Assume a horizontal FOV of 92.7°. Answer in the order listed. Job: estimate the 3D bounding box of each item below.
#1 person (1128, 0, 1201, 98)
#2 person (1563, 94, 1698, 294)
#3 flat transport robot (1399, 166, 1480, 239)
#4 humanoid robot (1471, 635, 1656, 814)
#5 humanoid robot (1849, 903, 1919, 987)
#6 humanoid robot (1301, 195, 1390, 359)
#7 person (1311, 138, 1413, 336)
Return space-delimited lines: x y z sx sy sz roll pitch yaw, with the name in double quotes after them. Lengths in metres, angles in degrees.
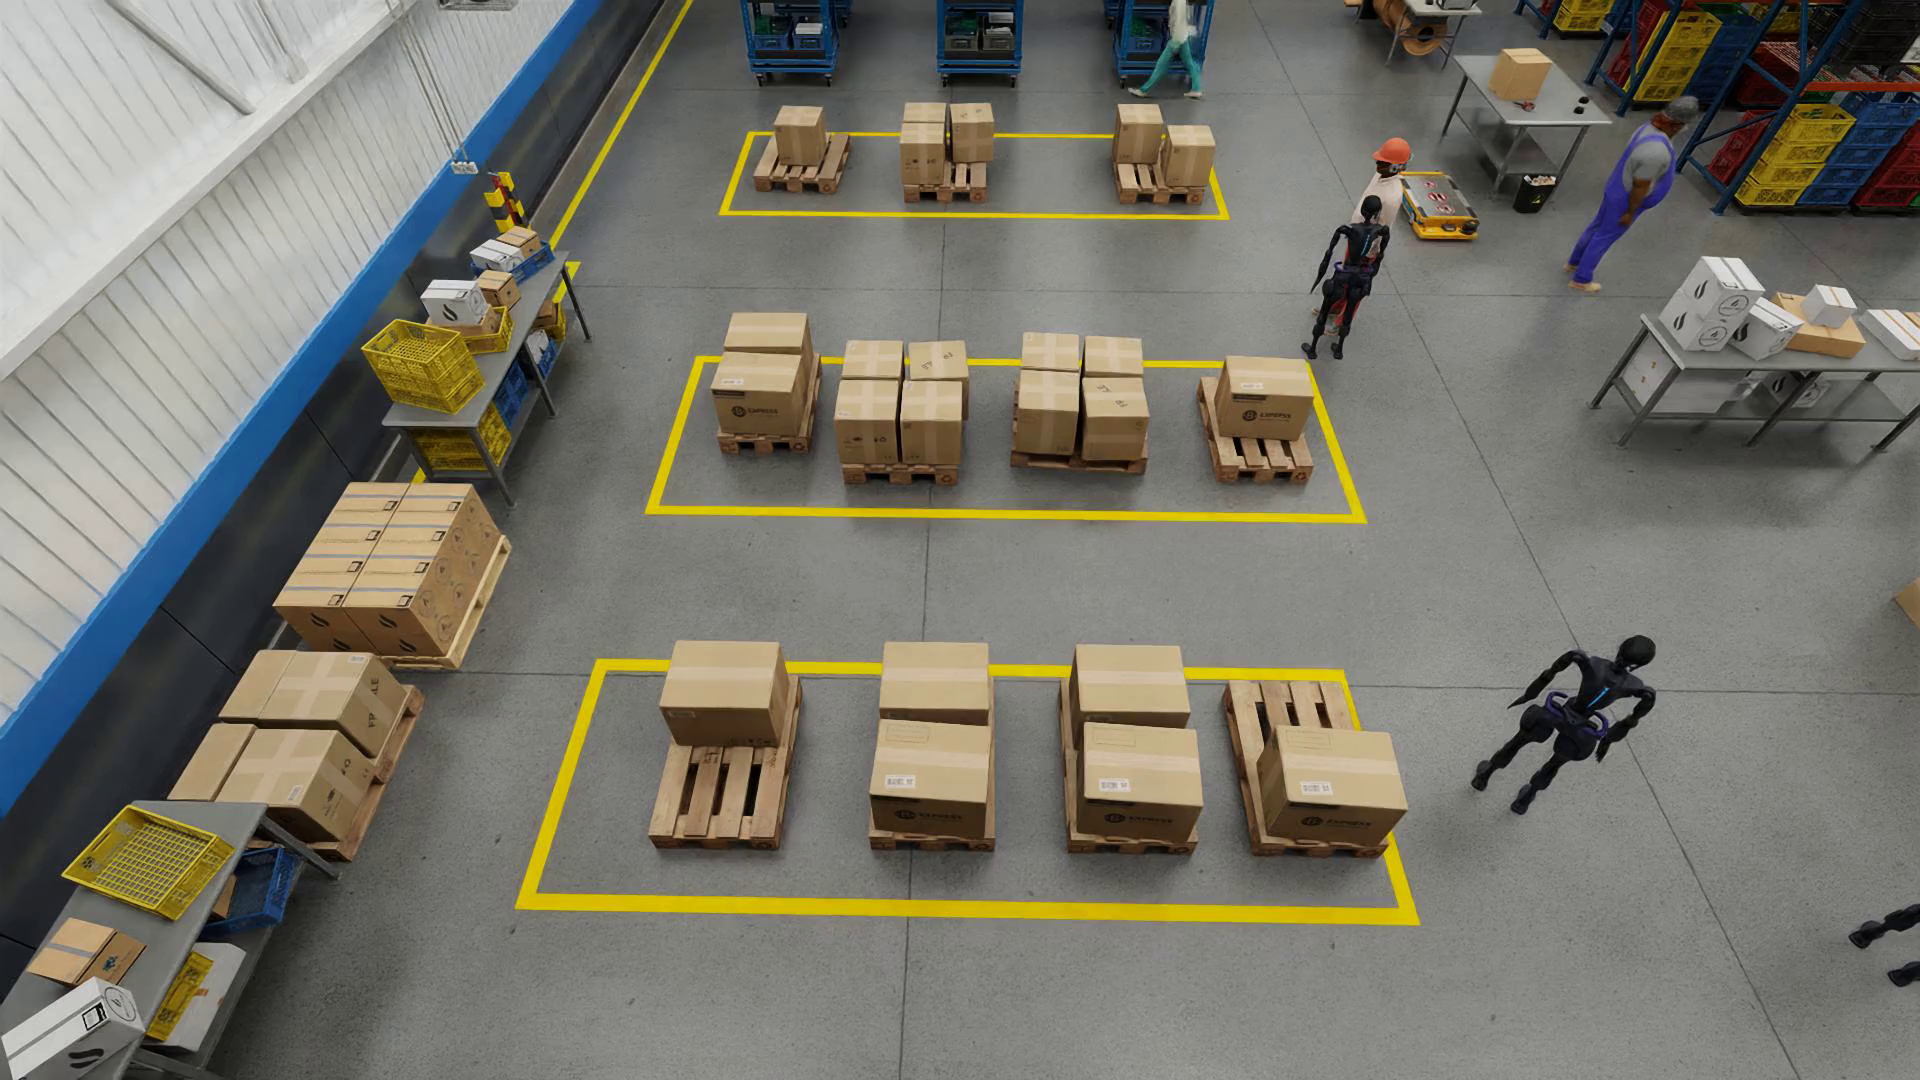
2.964 -6.908 12.586 1.060 1.658 0.535 11 50 10 "person"
6.920 -3.545 9.431 0.537 2.000 0.679 13 50 11 "person"
5.692 -4.094 11.059 0.652 0.197 1.431 1 49 1 "flat transport robot"
3.718 1.125 5.627 0.576 1.649 0.337 33 57 25 "humanoid robot"
5.611 1.942 4.920 0.335 1.651 0.570 -22 53 -18 "humanoid robot"
3.693 -2.485 8.752 0.570 1.651 0.327 1 49 1 "humanoid robot"
3.929 -2.923 8.923 0.376 1.995 0.610 2 49 1 "person"
